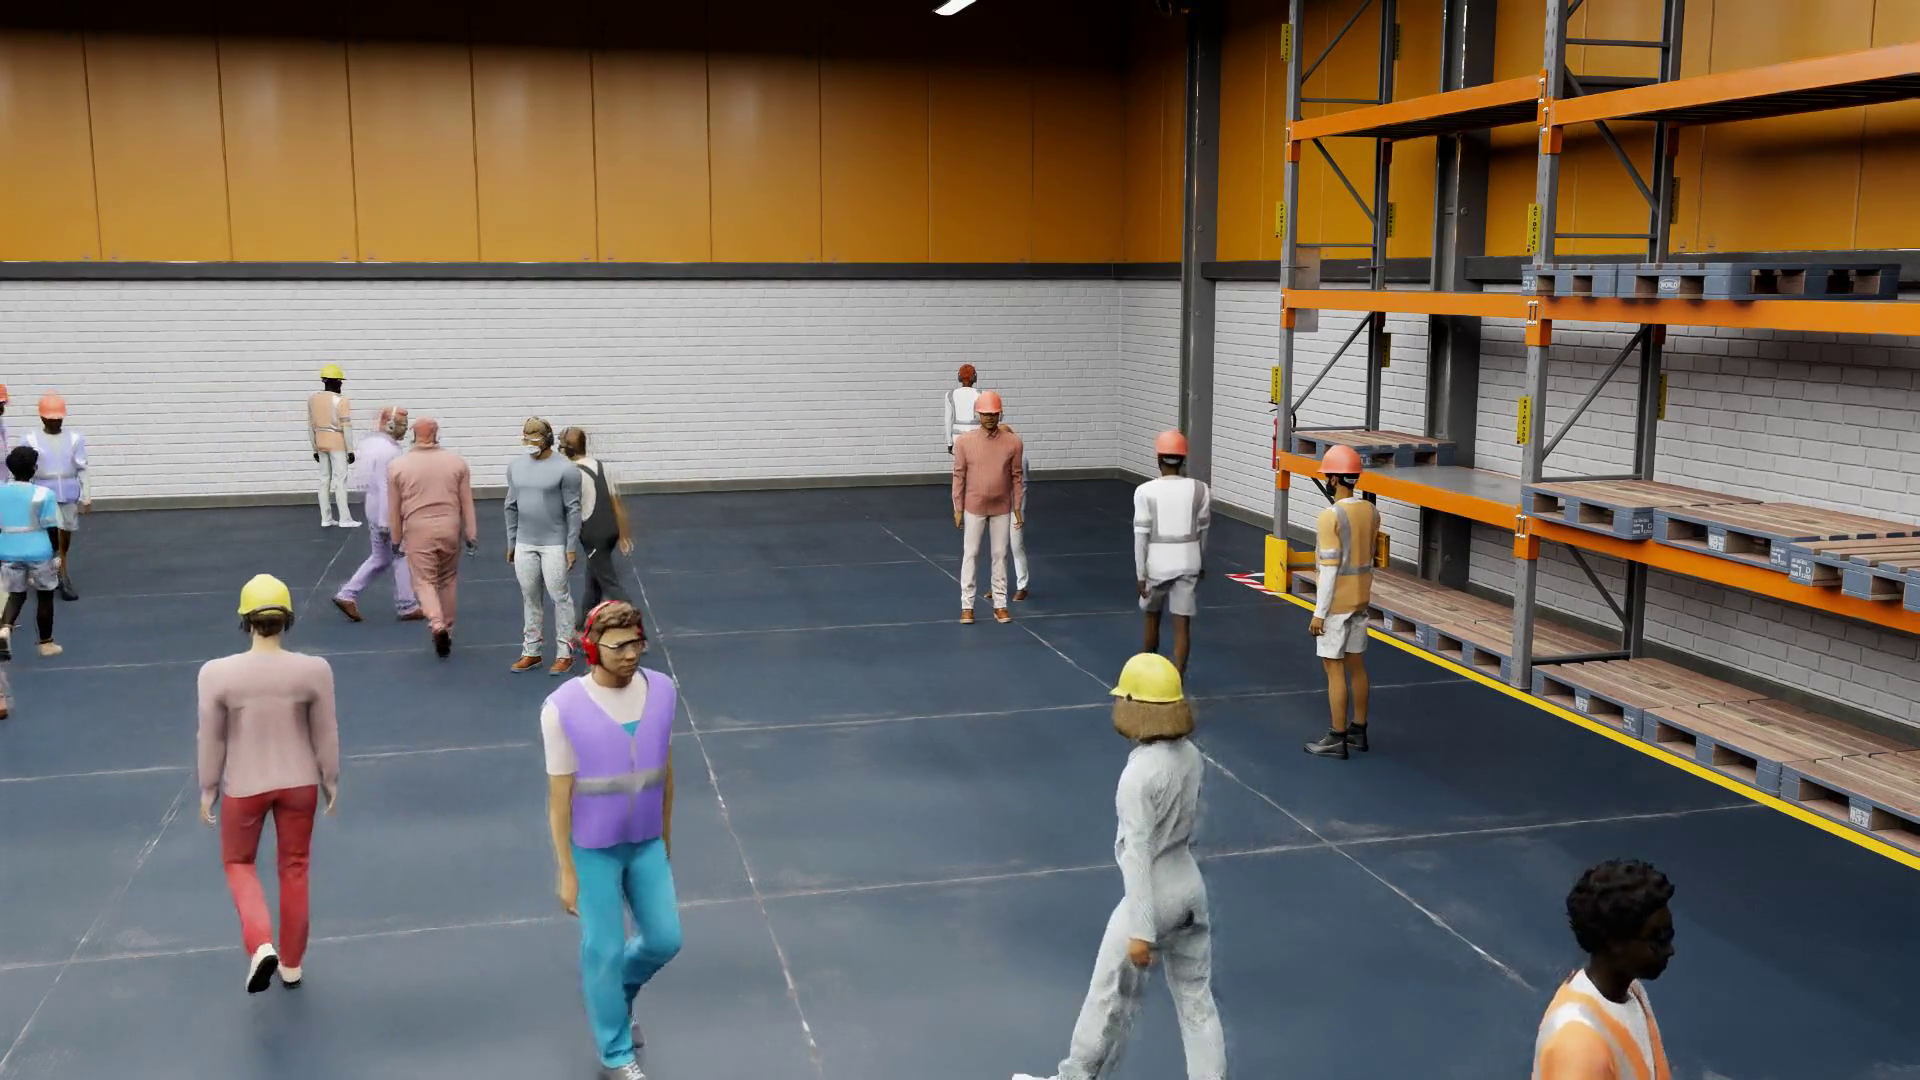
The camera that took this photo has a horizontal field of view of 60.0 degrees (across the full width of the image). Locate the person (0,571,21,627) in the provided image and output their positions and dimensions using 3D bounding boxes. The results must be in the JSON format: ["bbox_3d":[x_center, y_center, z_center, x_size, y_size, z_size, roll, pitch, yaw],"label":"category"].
[{"bbox_3d":[-8.087,-0.033,13.815,0.531,1.612,0.520,2,9,13],"label":"person"}]

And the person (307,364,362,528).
[{"bbox_3d":[-7.354,-1.093,19.511,0.588,1.923,0.383,4,10,21],"label":"person"}]

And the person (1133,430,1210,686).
[{"bbox_3d":[1.464,0.173,11.681,0.551,1.894,0.928,0,9,-1],"label":"person"}]

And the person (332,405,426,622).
[{"bbox_3d":[-4.961,-0.214,14.194,0.784,1.868,0.657,-5,10,-30],"label":"person"}]

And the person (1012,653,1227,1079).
[{"bbox_3d":[0.585,1.224,5.721,0.846,1.707,0.502,7,11,36],"label":"person"}]

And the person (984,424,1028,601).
[{"bbox_3d":[0.407,-0.251,15.203,0.500,1.624,0.304,6,11,32],"label":"person"}]

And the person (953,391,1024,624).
[{"bbox_3d":[0.246,-0.277,14.190,0.612,1.995,0.392,-1,9,-7],"label":"person"}]

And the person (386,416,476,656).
[{"bbox_3d":[-4.117,-0.033,13.054,0.656,1.870,0.754,-6,11,-34],"label":"person"}]

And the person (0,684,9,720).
[{"bbox_3d":[-6.792,0.329,10.837,0.972,1.855,0.677,-3,10,-20],"label":"person"}]

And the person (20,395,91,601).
[{"bbox_3d":[-8.400,-0.419,15.439,0.542,1.889,0.975,-8,12,-42],"label":"person"}]

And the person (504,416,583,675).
[{"bbox_3d":[-3.107,0.041,12.394,0.629,1.936,0.373,3,9,16],"label":"person"}]

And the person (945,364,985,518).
[{"bbox_3d":[0.102,-1.201,20.307,0.576,1.883,0.355,3,10,17],"label":"person"}]

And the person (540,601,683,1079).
[{"bbox_3d":[-1.265,1.109,6.065,0.570,1.827,0.447,-9,13,-44],"label":"person"}]

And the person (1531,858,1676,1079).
[{"bbox_3d":[1.385,1.528,3.883,0.665,1.678,0.542,7,11,35],"label":"person"}]

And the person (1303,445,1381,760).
[{"bbox_3d":[2.336,0.379,10.275,0.550,1.935,0.375,-9,12,-43],"label":"person"}]

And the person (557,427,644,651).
[{"bbox_3d":[-2.917,0.004,13.065,0.953,1.783,0.505,4,10,23],"label":"person"}]

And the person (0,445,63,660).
[{"bbox_3d":[-7.149,0.117,12.707,0.540,1.676,0.570,0,9,-3],"label":"person"}]

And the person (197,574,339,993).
[{"bbox_3d":[-2.836,1.016,6.853,0.553,1.751,0.428,-5,10,-28],"label":"person"}]

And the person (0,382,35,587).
[{"bbox_3d":[-9.140,-0.501,15.549,0.668,2.010,0.641,-2,9,-11],"label":"person"}]
